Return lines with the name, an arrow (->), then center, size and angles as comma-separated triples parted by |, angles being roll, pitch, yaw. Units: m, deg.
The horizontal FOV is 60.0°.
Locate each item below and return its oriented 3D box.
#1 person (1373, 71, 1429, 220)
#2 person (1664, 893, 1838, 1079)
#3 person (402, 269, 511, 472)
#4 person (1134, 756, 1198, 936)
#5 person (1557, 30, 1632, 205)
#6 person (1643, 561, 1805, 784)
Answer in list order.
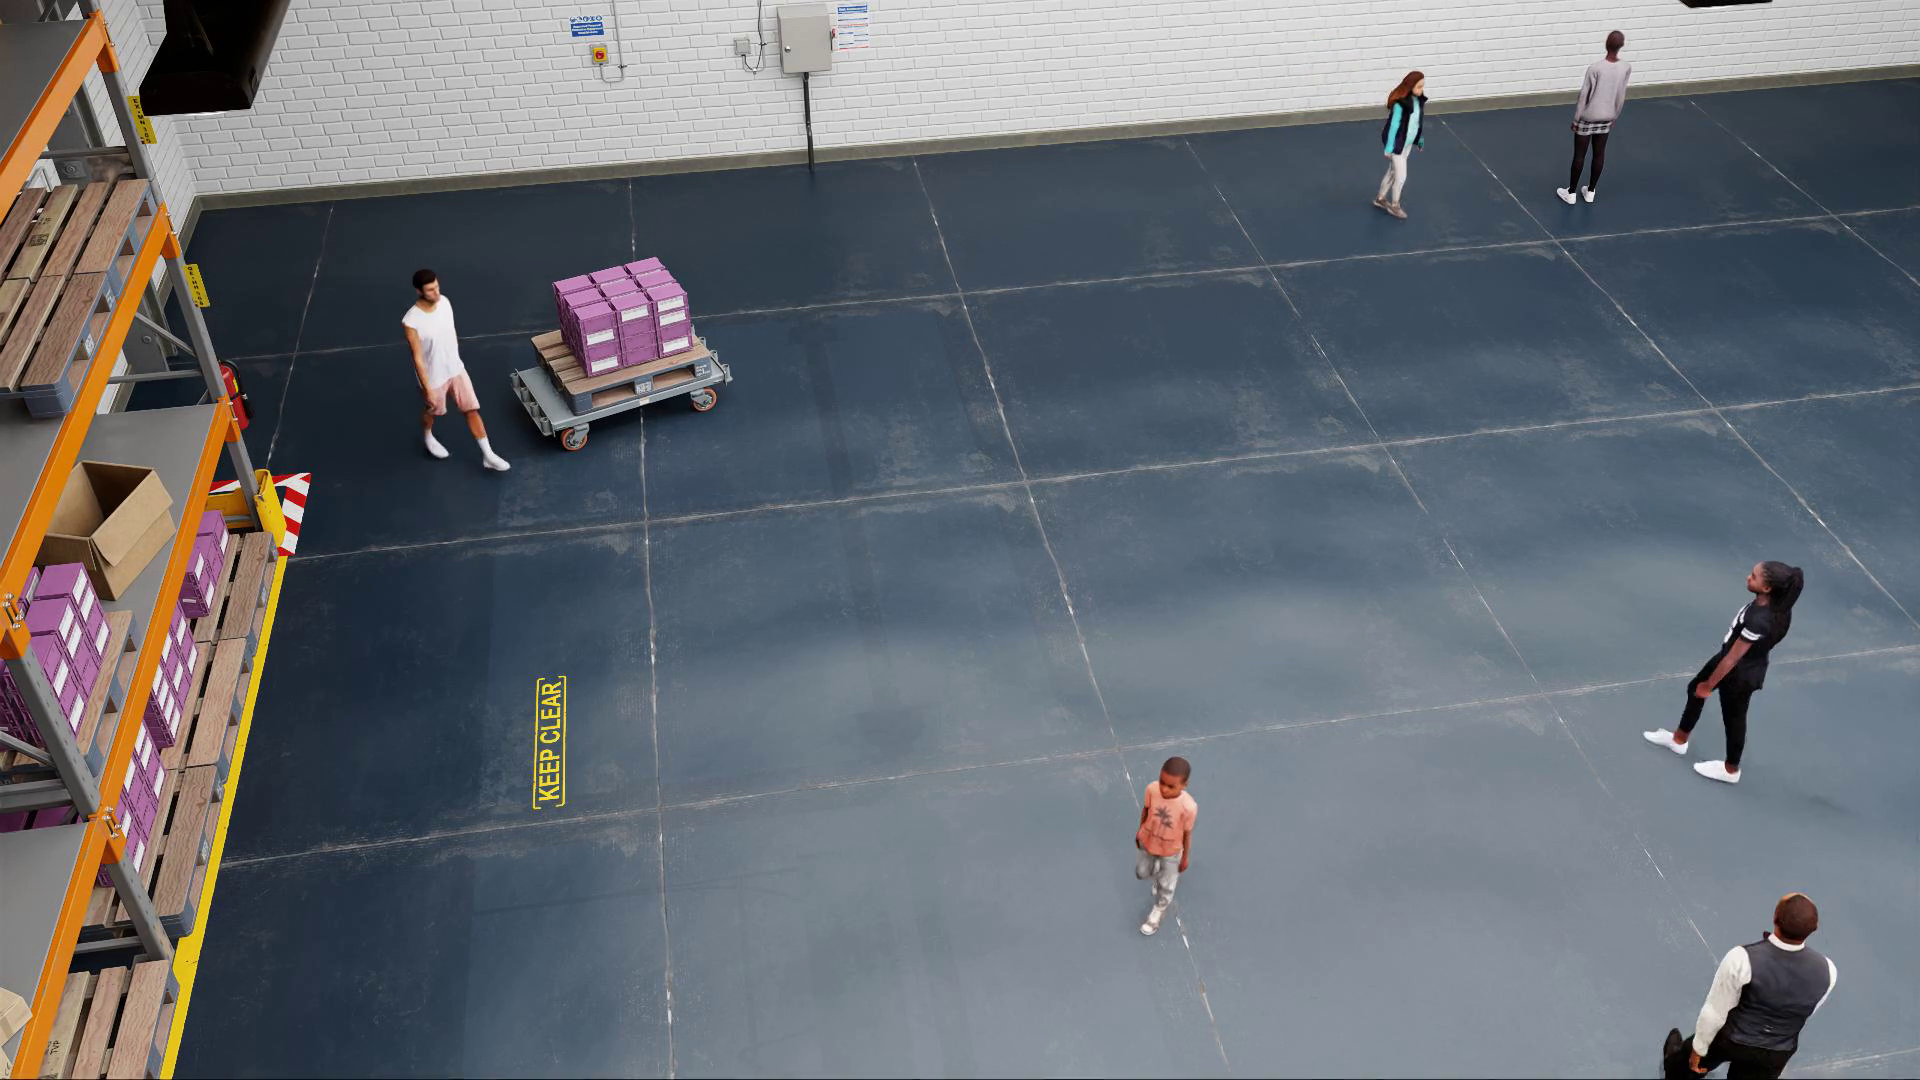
person -> 4.297, -3.948, 16.442 | 0.825, 1.486, 0.757 | 30, 48, 32
person -> 3.812, 2.512, 8.044 | 1.059, 1.871, 1.321 | 10, 40, 13
person -> -4.109, -1.327, 12.956 | 1.191, 1.741, 1.145 | 23, 44, 26
person -> 1.199, 1.689, 9.531 | 0.697, 1.303, 0.749 | 27, 46, 29
person -> 6.327, -4.198, 16.526 | 0.622, 1.773, 0.529 | -5, 39, -6
person -> 4.880, 0.854, 10.249 | 0.938, 1.711, 0.910 | 17, 42, 20
